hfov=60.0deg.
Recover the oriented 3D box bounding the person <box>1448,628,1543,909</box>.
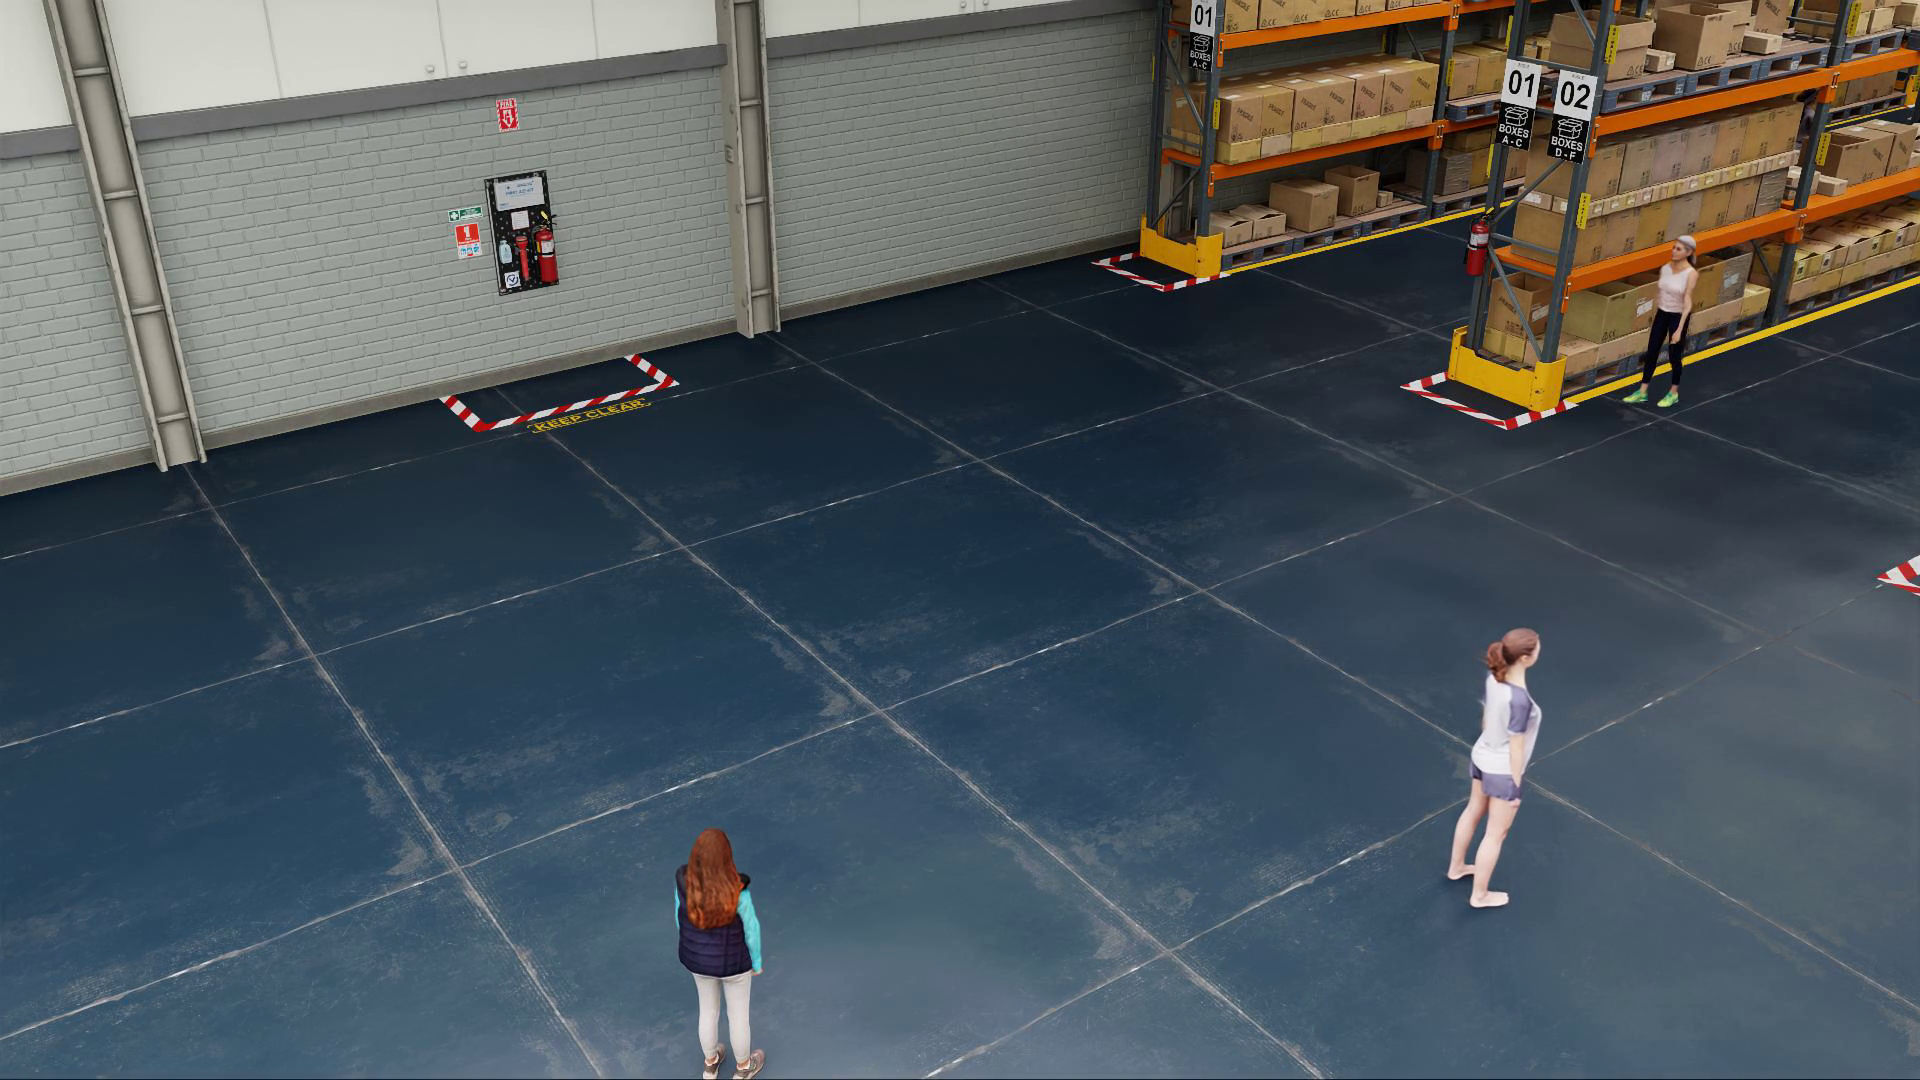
[{"bbox_3d":[3.031,1.277,9.389,0.671,1.764,0.641,-4,28,-8],"label":"person"}]

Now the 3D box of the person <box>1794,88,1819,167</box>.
[{"bbox_3d":[11.009,-5.106,21.879,0.685,1.677,0.691,-8,28,-15],"label":"person"}]

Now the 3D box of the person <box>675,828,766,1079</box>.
[{"bbox_3d":[-1.185,2.046,8.183,0.693,1.499,0.745,7,28,13],"label":"person"}]

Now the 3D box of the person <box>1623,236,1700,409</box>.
[{"bbox_3d":[6.888,-2.110,16.034,0.783,1.701,0.672,-11,29,-21],"label":"person"}]
